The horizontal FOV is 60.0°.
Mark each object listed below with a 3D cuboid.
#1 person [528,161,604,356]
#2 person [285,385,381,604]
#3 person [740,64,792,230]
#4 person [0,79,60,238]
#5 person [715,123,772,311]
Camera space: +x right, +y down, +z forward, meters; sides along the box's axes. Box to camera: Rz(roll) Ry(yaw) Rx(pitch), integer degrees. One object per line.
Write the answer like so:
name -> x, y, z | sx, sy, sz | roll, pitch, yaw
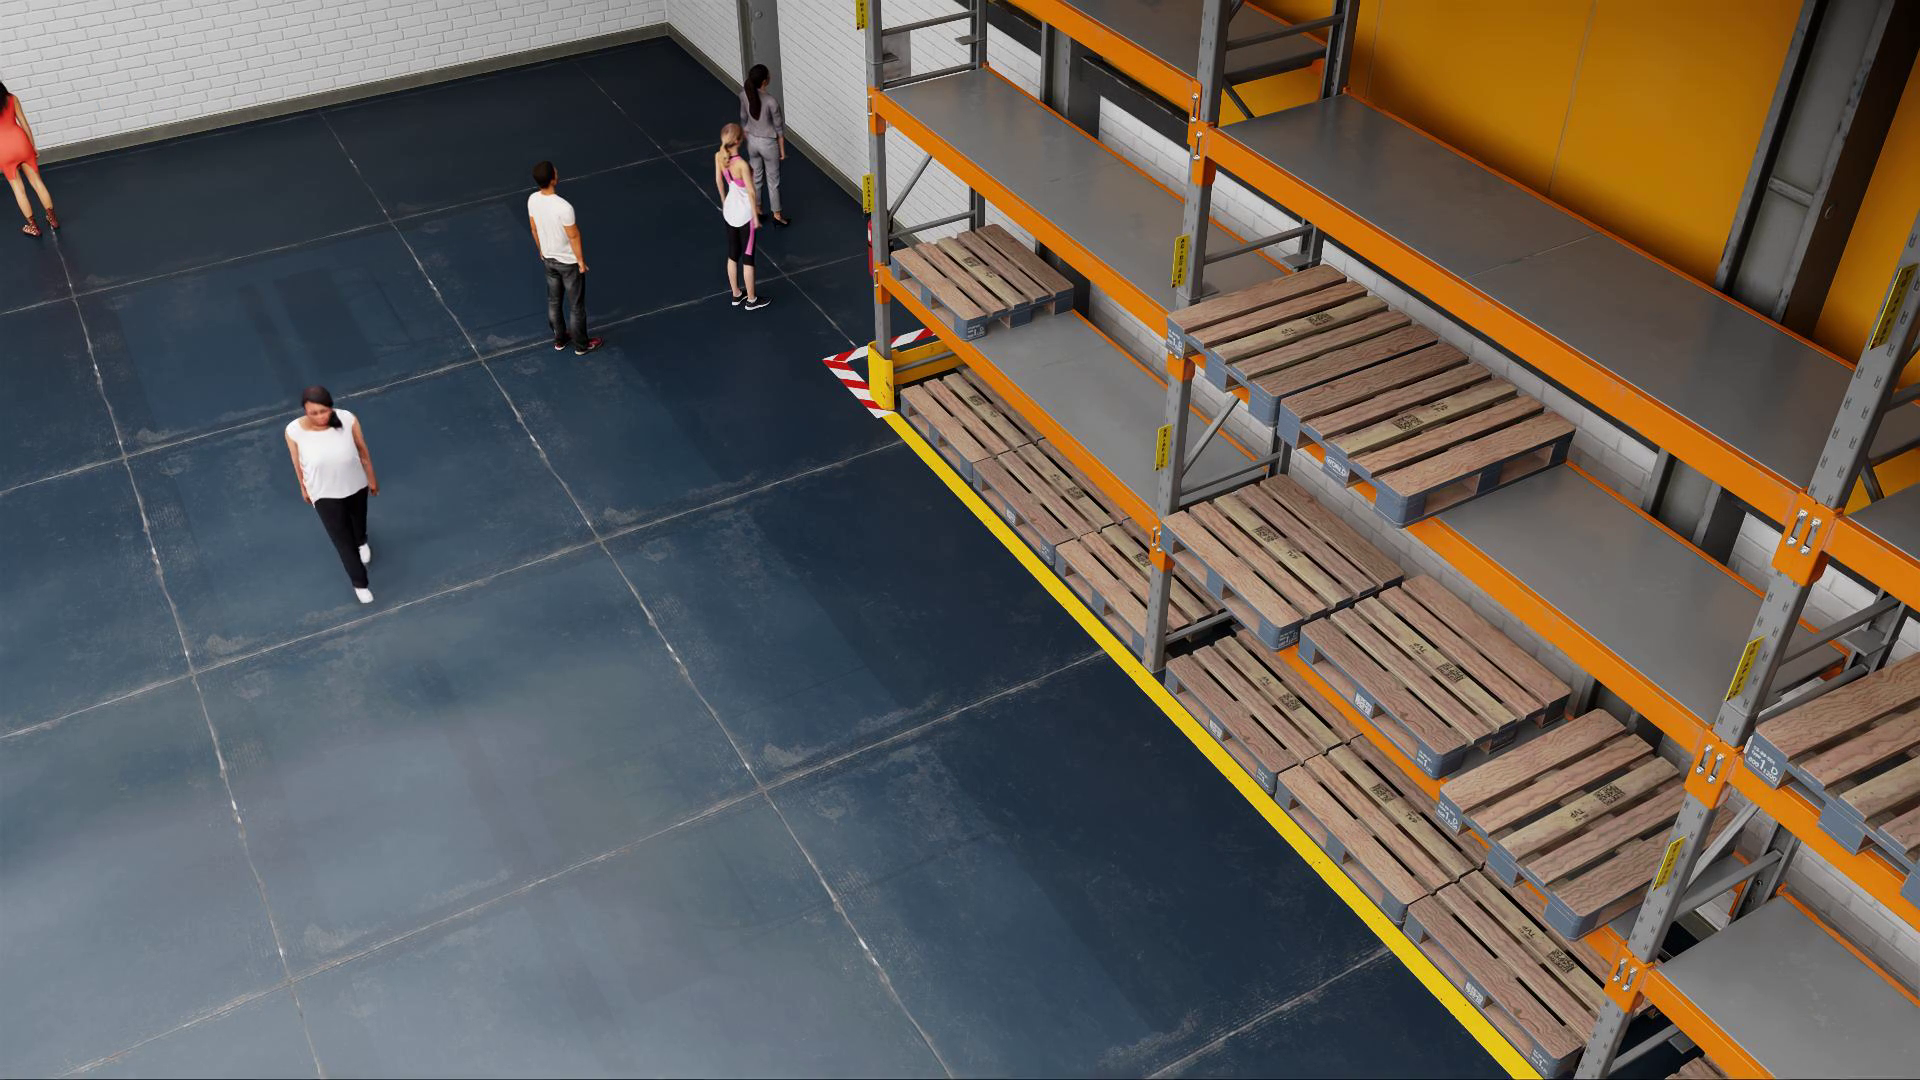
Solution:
person -> -3.477, -2.450, 14.452 | 0.662, 1.804, 0.773 | 18, 42, 21
person -> -4.497, -0.425, 12.043 | 0.649, 1.647, 1.051 | -20, 43, -23
person -> -1.923, -3.855, 16.312 | 0.694, 1.678, 0.787 | 19, 42, 22
person -> -9.211, -3.784, 16.190 | 0.639, 1.719, 0.658 | 27, 46, 29
person -> -2.004, -2.926, 15.061 | 0.574, 1.787, 0.729 | 28, 46, 30
